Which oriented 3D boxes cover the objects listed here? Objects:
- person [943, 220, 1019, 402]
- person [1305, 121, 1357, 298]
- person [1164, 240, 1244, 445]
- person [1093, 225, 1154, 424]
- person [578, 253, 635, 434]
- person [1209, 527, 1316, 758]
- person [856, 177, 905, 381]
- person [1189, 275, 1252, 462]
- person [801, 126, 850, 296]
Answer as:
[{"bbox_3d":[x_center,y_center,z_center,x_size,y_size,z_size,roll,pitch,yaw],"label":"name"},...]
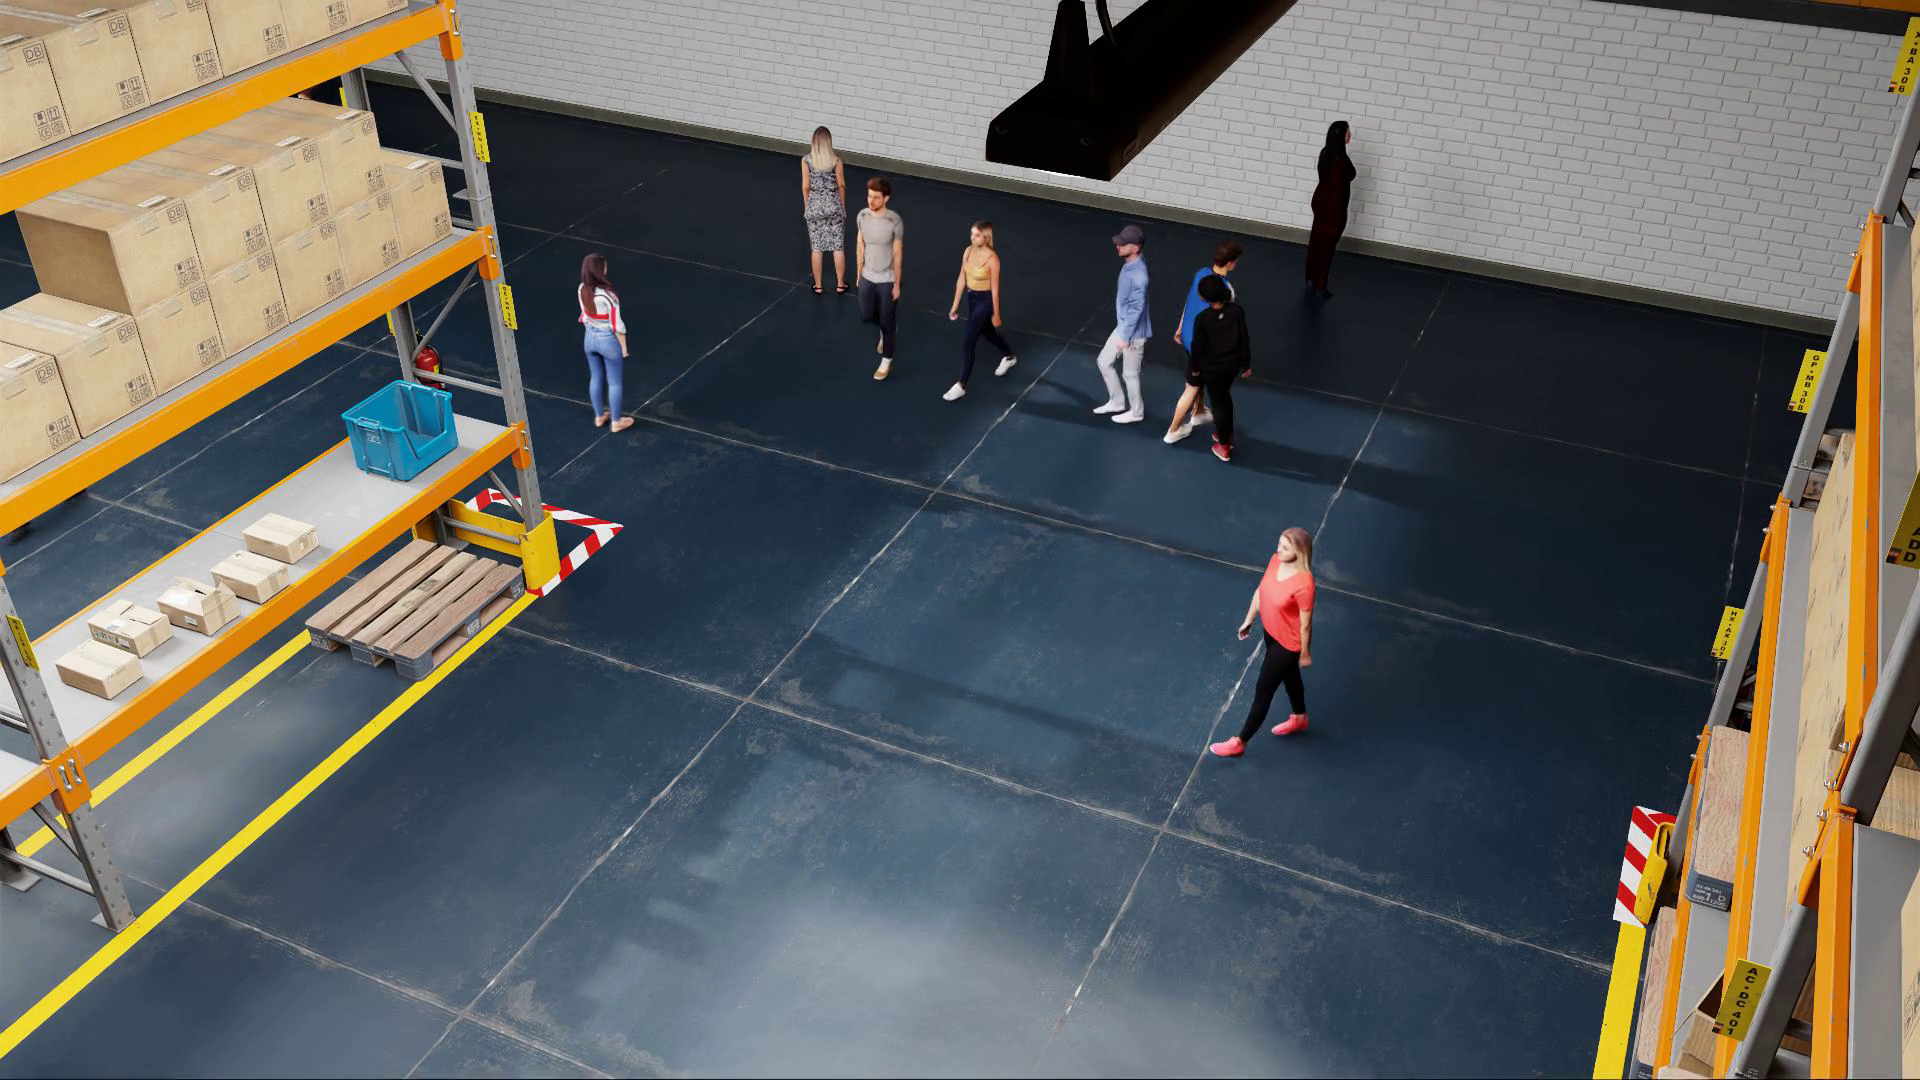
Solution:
[{"bbox_3d":[0.240,-2.079,14.722,1.203,1.589,0.945,-23,40,-30],"label":"person"},{"bbox_3d":[3.622,-3.273,16.366,0.820,1.757,0.706,-2,34,-3],"label":"person"},{"bbox_3d":[1.939,-1.606,13.801,1.097,1.821,1.014,-22,40,-30],"label":"person"},{"bbox_3d":[1.533,-1.795,14.047,0.871,1.864,0.777,-1,34,-2],"label":"person"},{"bbox_3d":[-3.030,-1.675,14.096,0.596,1.610,0.505,17,37,23],"label":"person"},{"bbox_3d":[2.144,0.620,10.599,1.056,1.658,1.027,-9,35,-13],"label":"person"},{"bbox_3d":[-0.662,-2.387,14.924,0.633,1.879,0.827,17,37,24],"label":"person"},{"bbox_3d":[2.179,-1.391,13.650,0.782,1.630,0.839,-3,34,-4],"label":"person"},{"bbox_3d":[-1.334,-3.228,16.348,0.637,1.703,0.624,0,34,0],"label":"person"}]
